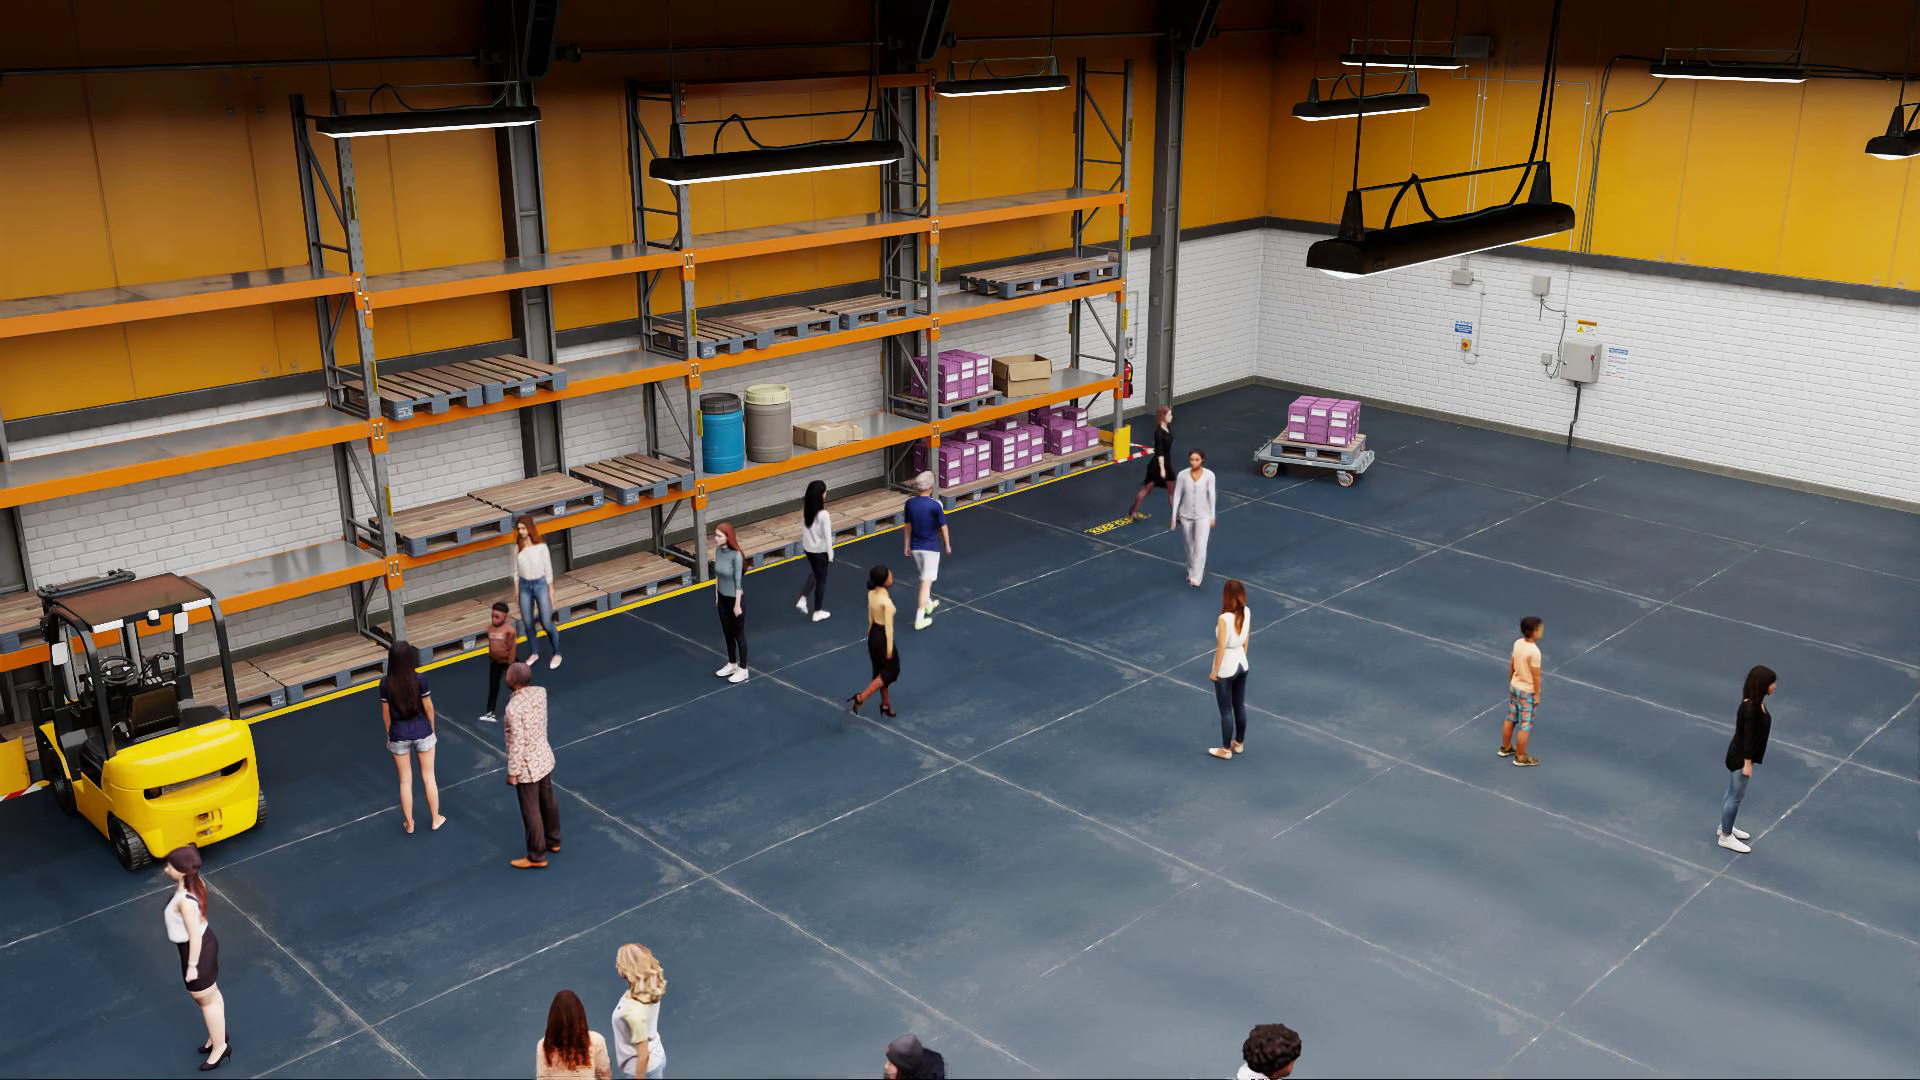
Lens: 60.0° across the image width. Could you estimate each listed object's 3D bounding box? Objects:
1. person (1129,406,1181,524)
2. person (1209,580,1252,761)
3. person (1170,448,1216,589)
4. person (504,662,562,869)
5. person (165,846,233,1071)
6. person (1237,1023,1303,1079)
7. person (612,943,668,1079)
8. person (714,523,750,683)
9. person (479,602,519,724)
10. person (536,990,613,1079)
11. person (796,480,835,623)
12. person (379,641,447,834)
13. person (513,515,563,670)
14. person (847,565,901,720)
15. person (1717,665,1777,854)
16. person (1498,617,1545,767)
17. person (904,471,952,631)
[{"bbox_3d":[2.607,-0.965,22.465,0.920,1.654,1.099,8,20,23],"label":"person"},{"bbox_3d":[2.587,1.223,15.767,0.491,1.783,0.675,-14,23,-36],"label":"person"},{"bbox_3d":[2.896,-0.308,20.440,0.978,1.703,1.160,5,19,15],"label":"person"},{"bbox_3d":[-3.568,1.853,13.857,0.836,1.808,0.707,6,19,17],"label":"person"},{"bbox_3d":[-5.161,2.811,11.262,0.618,1.649,0.619,-8,20,-22],"label":"person"},{"bbox_3d":[1.578,3.449,9.135,0.812,1.797,0.770,-2,19,-7],"label":"person"},{"bbox_3d":[-1.892,3.186,10.028,0.762,1.726,0.702,0,19,0],"label":"person"},{"bbox_3d":[-2.413,0.645,17.547,0.519,1.742,0.566,-17,25,-40],"label":"person"},{"bbox_3d":[-4.530,1.202,16.706,0.763,1.223,0.946,6,20,17],"label":"person"},{"bbox_3d":[-2.281,3.369,9.876,0.655,1.477,0.731,-2,19,-5],"label":"person"},{"bbox_3d":[-1.719,0.143,19.120,0.625,1.690,0.655,18,25,42],"label":"person"},{"bbox_3d":[-4.747,1.701,14.375,0.621,1.766,0.722,-4,19,-13],"label":"person"},{"bbox_3d":[-4.579,0.542,17.901,0.679,1.711,0.696,2,19,7],"label":"person"},{"bbox_3d":[-0.844,1.054,16.494,0.851,1.640,0.675,-11,22,-30],"label":"person"},{"bbox_3d":[6.682,1.831,14.176,0.690,1.646,0.560,9,20,24],"label":"person"},{"bbox_3d":[5.328,1.407,15.724,0.610,1.462,0.607,-7,20,-21],"label":"person"},{"bbox_3d":[-0.439,0.142,18.943,0.778,1.805,1.034,12,22,31],"label":"person"}]
